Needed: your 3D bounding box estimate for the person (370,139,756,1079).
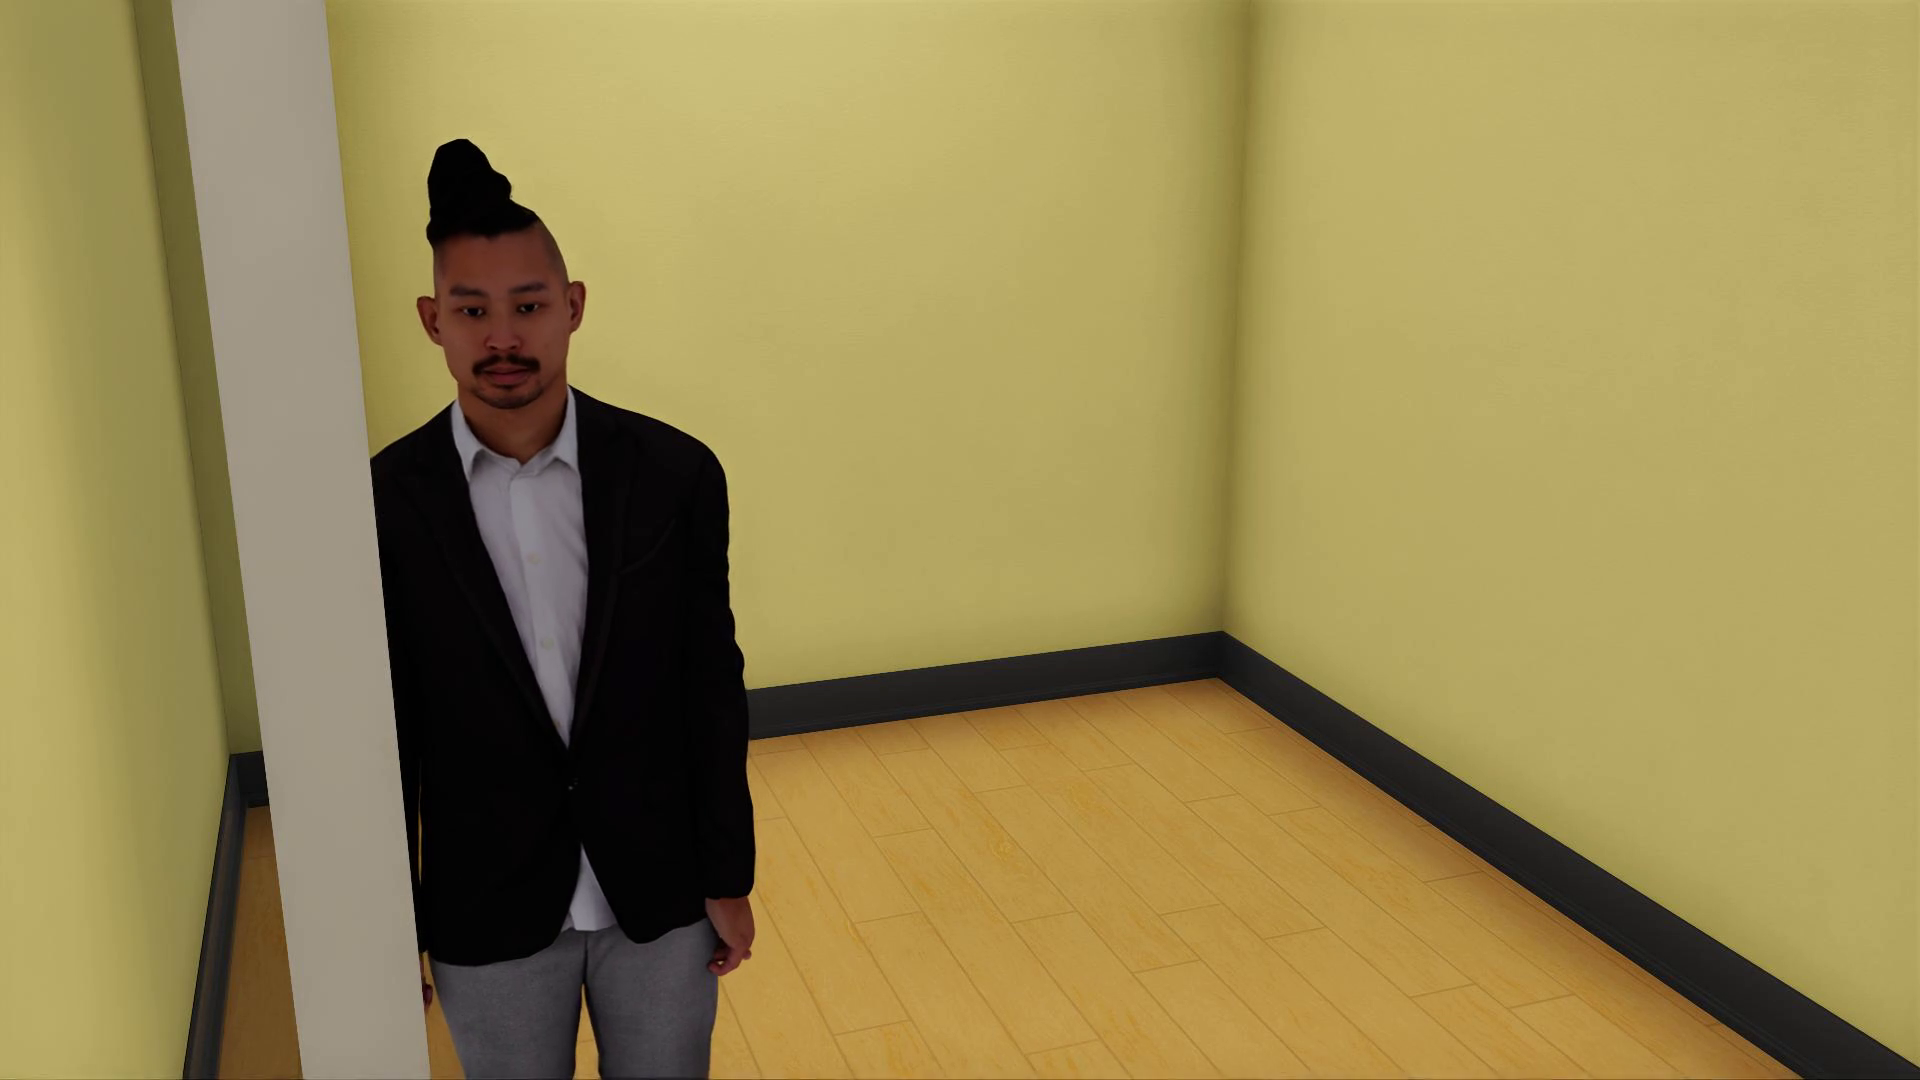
[{"bbox_3d":[-0.557,0.435,2.336,0.525,1.952,0.761,-5,17,-17],"label":"person"}]
